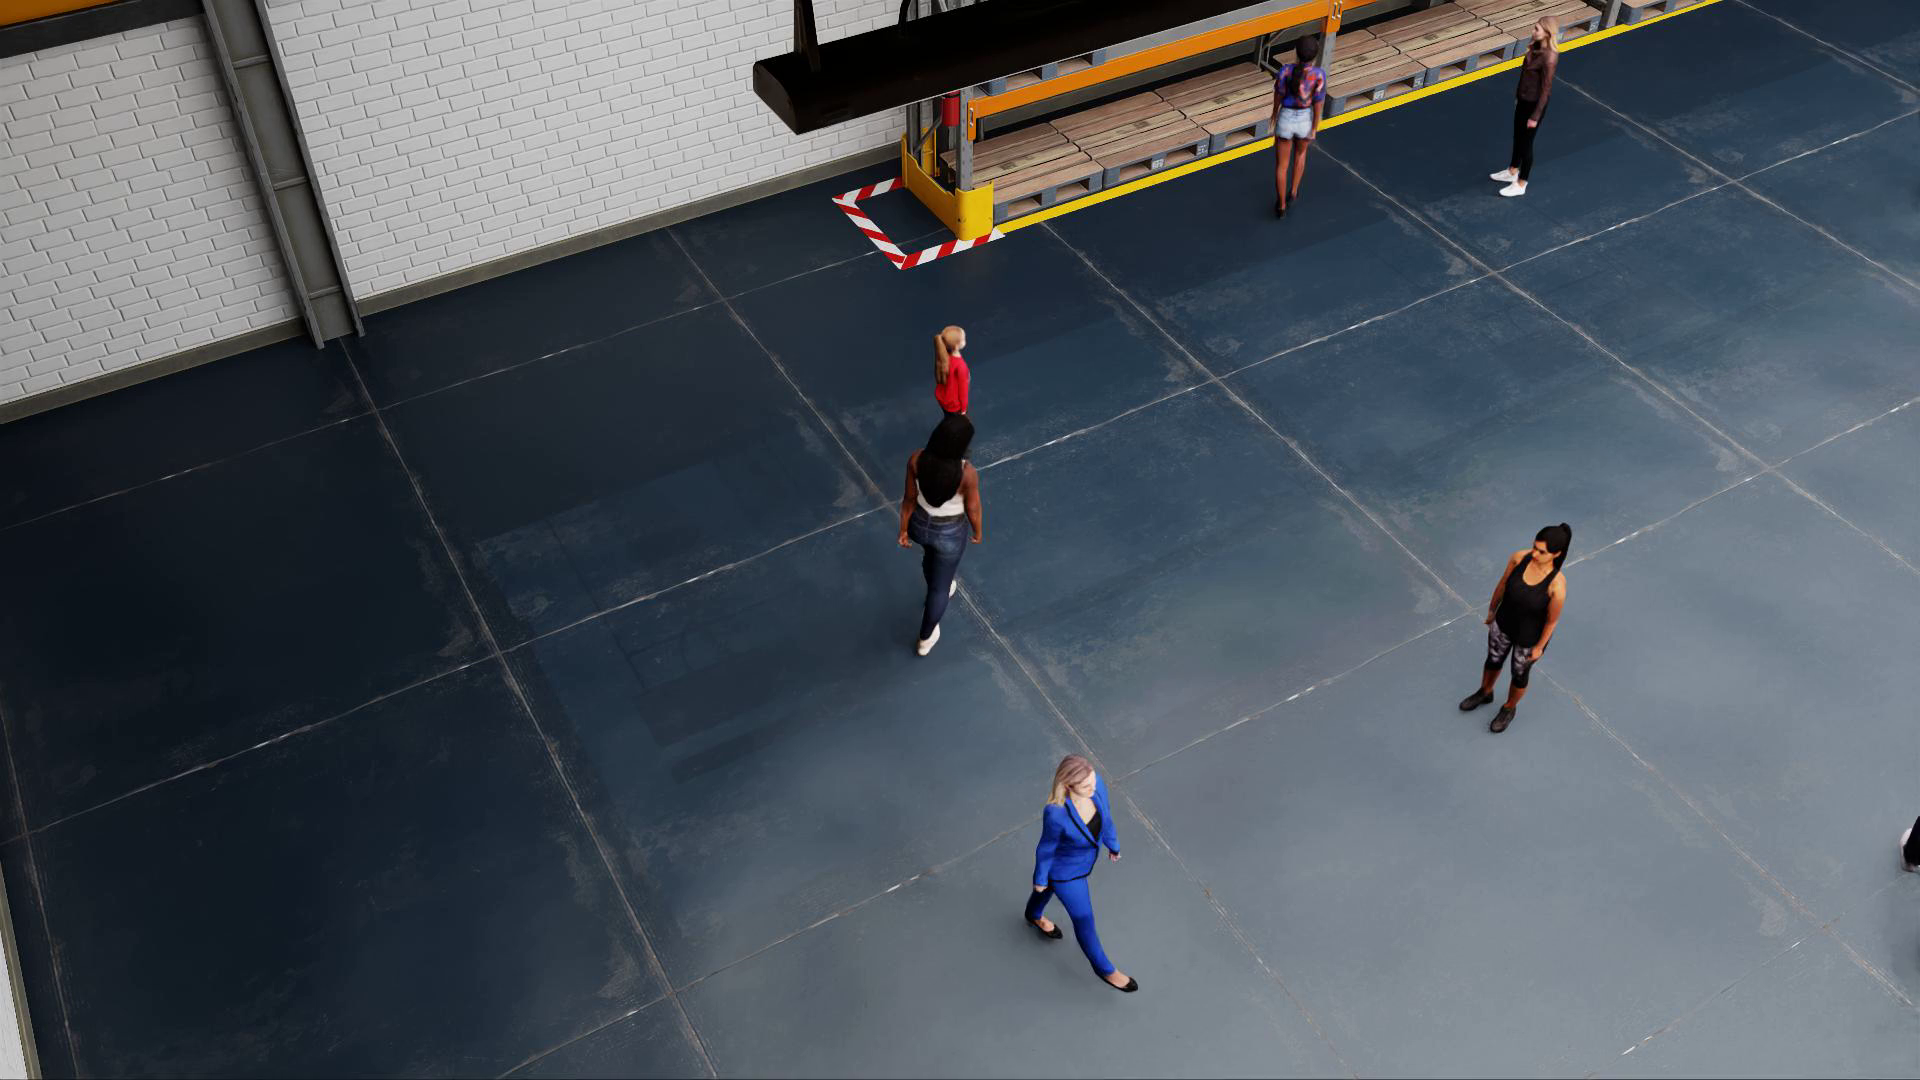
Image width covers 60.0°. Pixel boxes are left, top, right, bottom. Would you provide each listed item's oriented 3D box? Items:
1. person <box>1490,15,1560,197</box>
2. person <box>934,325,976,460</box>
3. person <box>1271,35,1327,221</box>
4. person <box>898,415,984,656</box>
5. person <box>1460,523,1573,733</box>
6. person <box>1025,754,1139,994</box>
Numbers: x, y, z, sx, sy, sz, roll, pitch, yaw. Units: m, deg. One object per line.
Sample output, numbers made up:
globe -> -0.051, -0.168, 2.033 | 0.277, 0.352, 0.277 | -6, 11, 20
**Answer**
person -> 5.132, -3.902, 14.936 | 0.659, 1.703, 0.677 | -2, 44, -2
person -> -0.098, -1.021, 12.222 | 0.633, 1.274, 0.499 | -23, 48, -22
person -> 2.920, -3.579, 14.576 | 0.747, 1.731, 0.809 | 6, 44, 6
person -> -0.190, 0.002, 10.790 | 0.913, 1.770, 1.040 | 16, 46, 16
person -> 3.498, 0.527, 10.315 | 0.544, 1.665, 0.607 | -28, 50, -26
person -> 0.520, 1.702, 9.080 | 0.980, 1.666, 1.100 | 28, 50, 26
